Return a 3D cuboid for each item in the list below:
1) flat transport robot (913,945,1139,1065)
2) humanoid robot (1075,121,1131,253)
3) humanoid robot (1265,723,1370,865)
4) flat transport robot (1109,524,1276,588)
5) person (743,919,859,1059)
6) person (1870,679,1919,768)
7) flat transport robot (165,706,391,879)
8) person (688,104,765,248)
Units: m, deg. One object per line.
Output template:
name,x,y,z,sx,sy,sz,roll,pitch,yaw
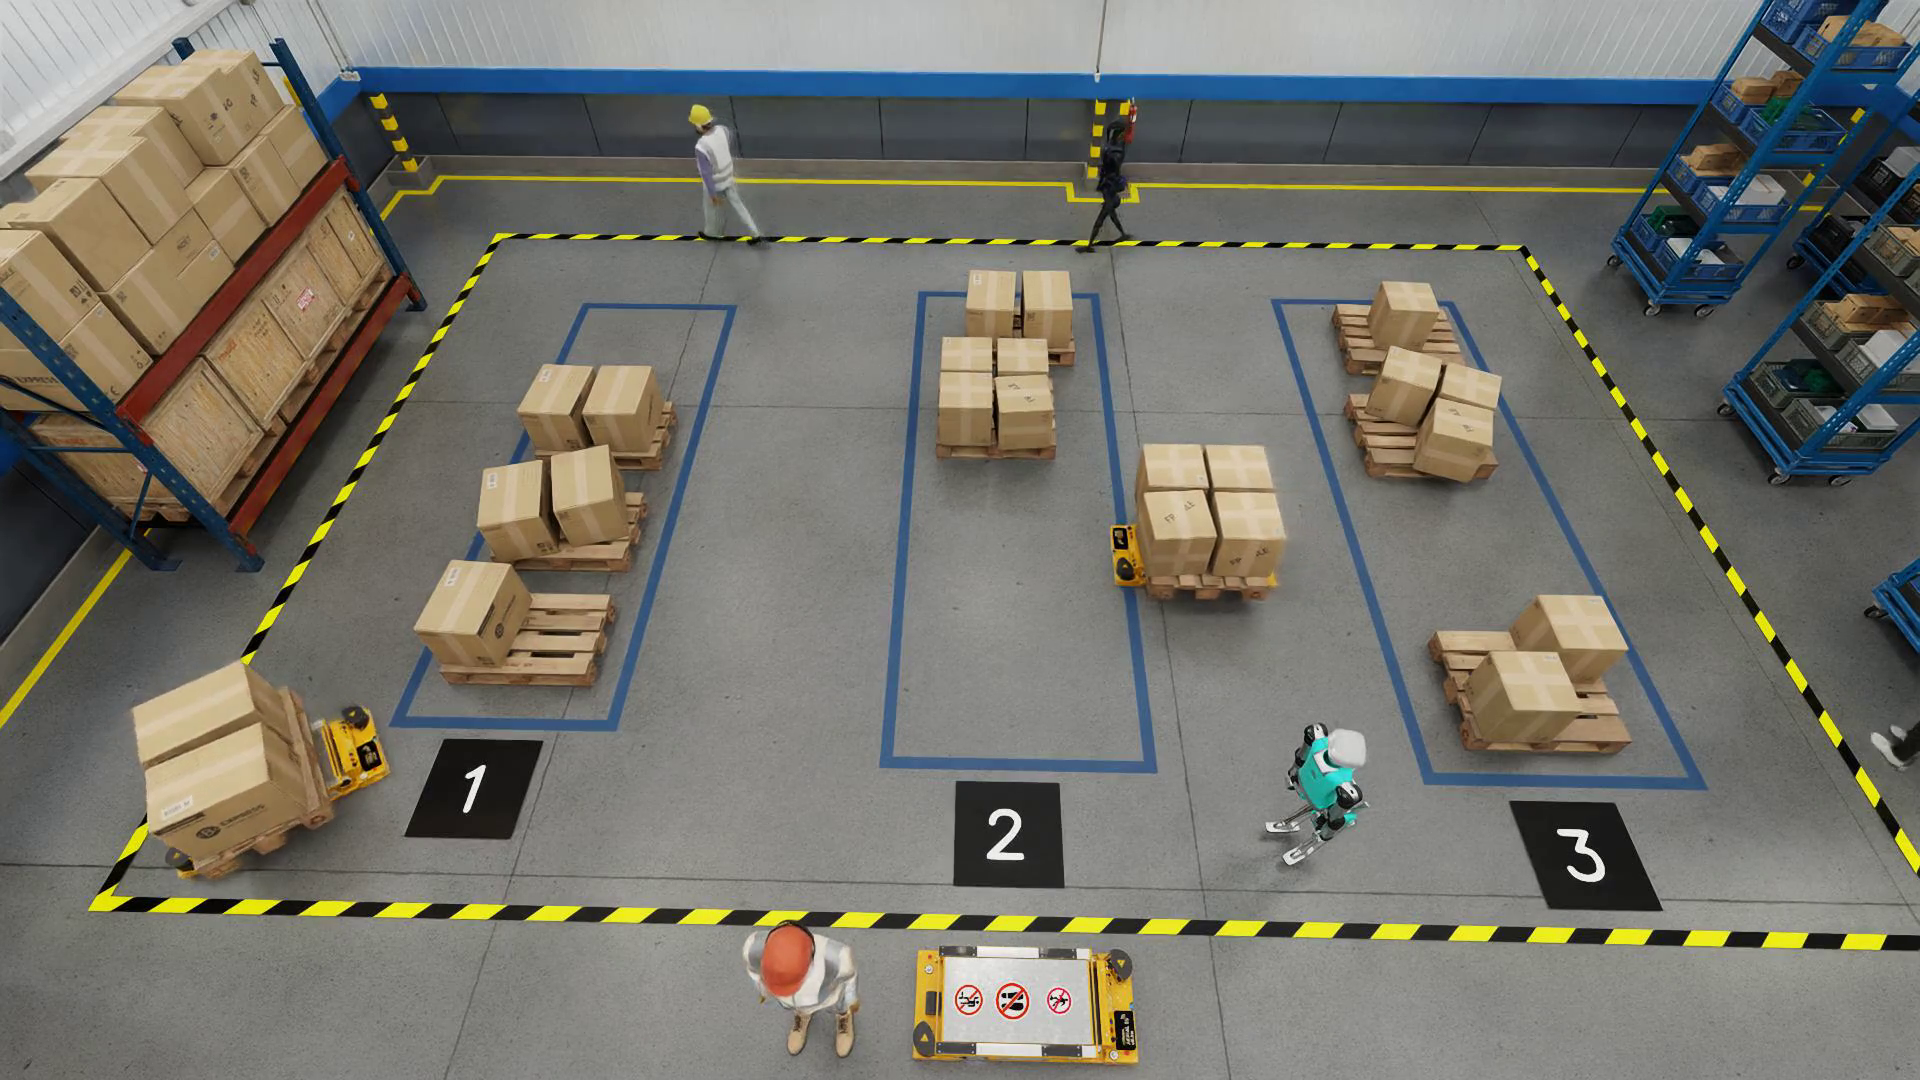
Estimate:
flat transport robot,0.422,3.041,6.007,1.431,0.231,0.659,1,51,1
humanoid robot,1.839,-4.254,11.076,0.762,1.638,0.587,-7,51,-6
humanoid robot,2.506,1.682,6.080,0.735,1.677,0.533,-11,52,-9
flat transport robot,2.119,0.113,8.375,1.431,0.197,0.652,1,51,1
person,-0.872,2.588,5.239,0.604,2.035,0.391,5,51,4
person,7.373,1.052,6.618,0.614,1.831,0.508,2,51,2
flat transport robot,-5.184,1.866,6.947,1.431,0.197,0.652,-28,56,-21
person,-2.891,-4.362,11.059,0.910,1.791,0.588,24,55,18
